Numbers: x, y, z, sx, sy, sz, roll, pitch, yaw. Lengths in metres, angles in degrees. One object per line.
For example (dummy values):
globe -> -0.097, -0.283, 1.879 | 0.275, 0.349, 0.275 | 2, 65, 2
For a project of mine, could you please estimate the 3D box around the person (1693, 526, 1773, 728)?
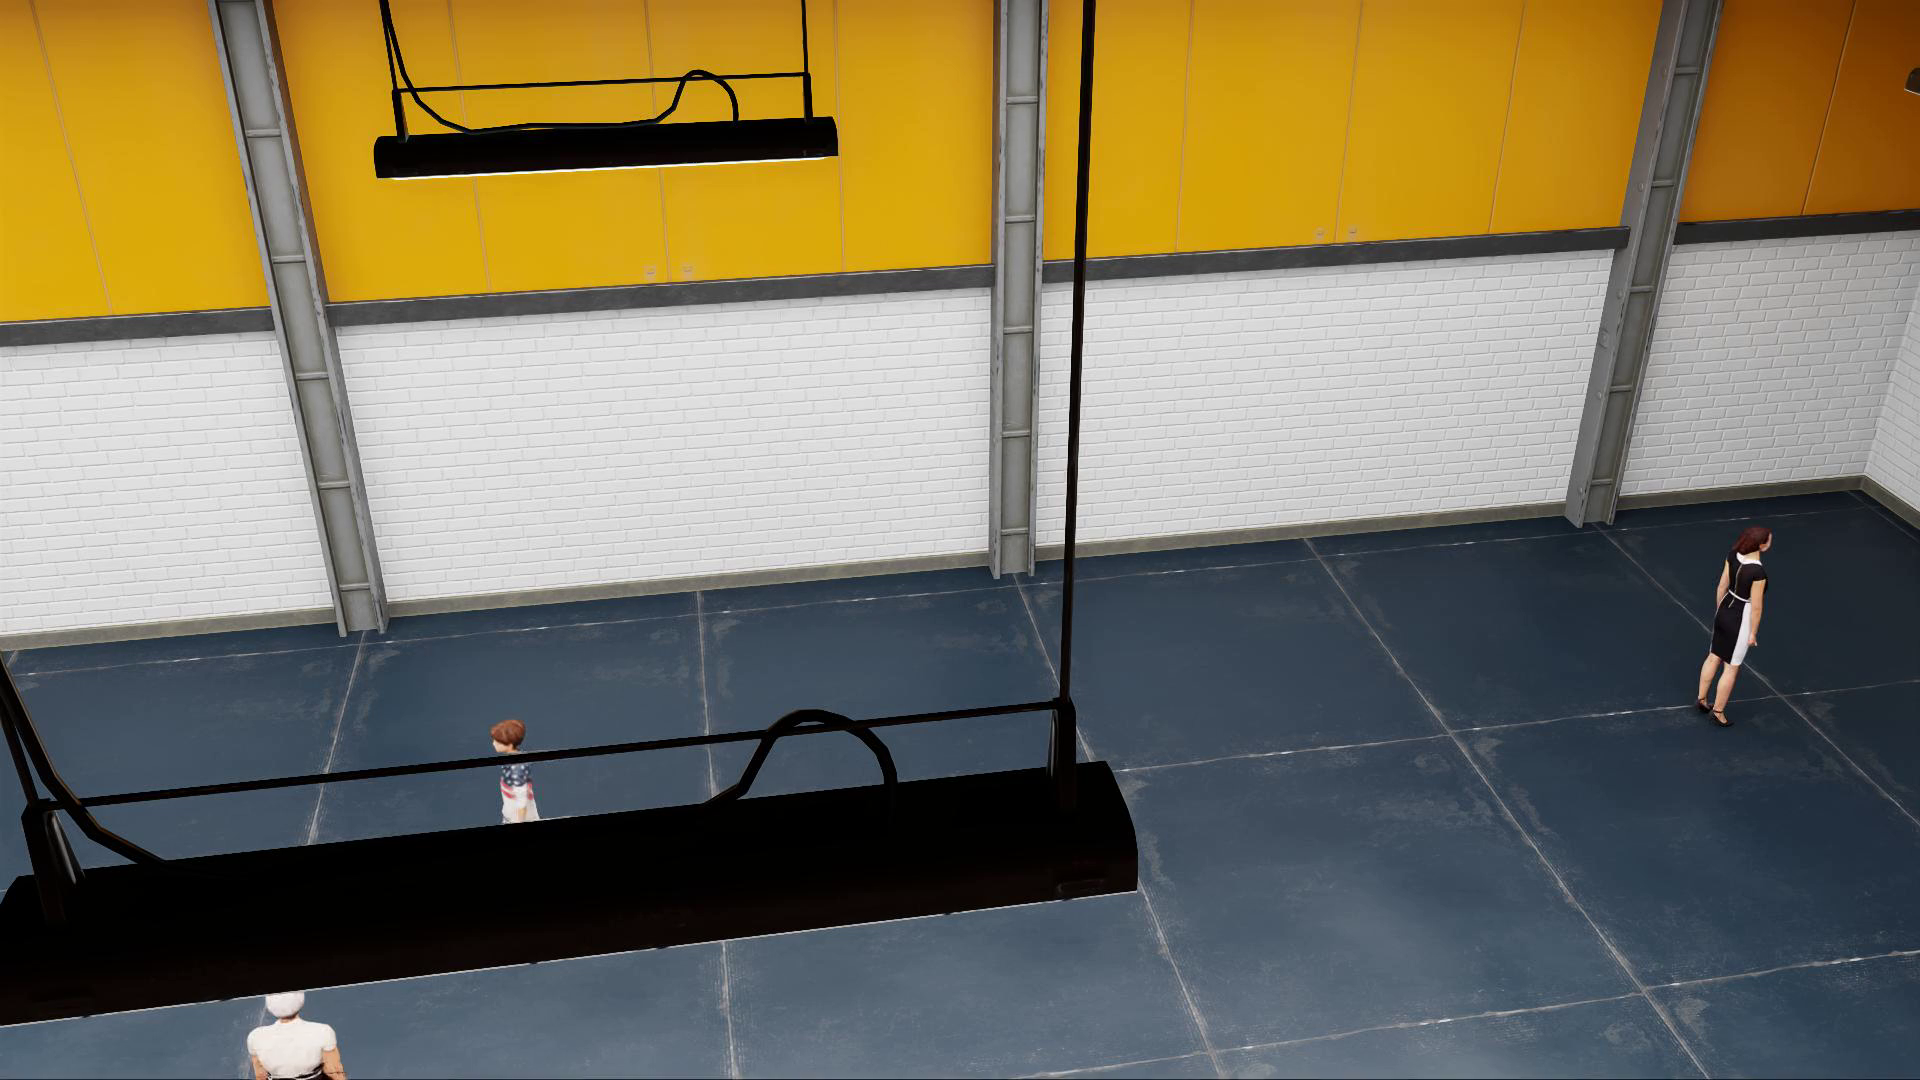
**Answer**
person -> 6.251, 0.687, 13.424 | 0.513, 1.796, 0.609 | -8, 30, -14

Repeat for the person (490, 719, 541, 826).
person -> -3.003, 1.870, 11.655 | 0.991, 1.412, 0.637 | -11, 30, -19

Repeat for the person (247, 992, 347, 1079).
person -> -3.560, 3.131, 9.006 | 0.749, 1.736, 0.681 | -5, 29, -10
